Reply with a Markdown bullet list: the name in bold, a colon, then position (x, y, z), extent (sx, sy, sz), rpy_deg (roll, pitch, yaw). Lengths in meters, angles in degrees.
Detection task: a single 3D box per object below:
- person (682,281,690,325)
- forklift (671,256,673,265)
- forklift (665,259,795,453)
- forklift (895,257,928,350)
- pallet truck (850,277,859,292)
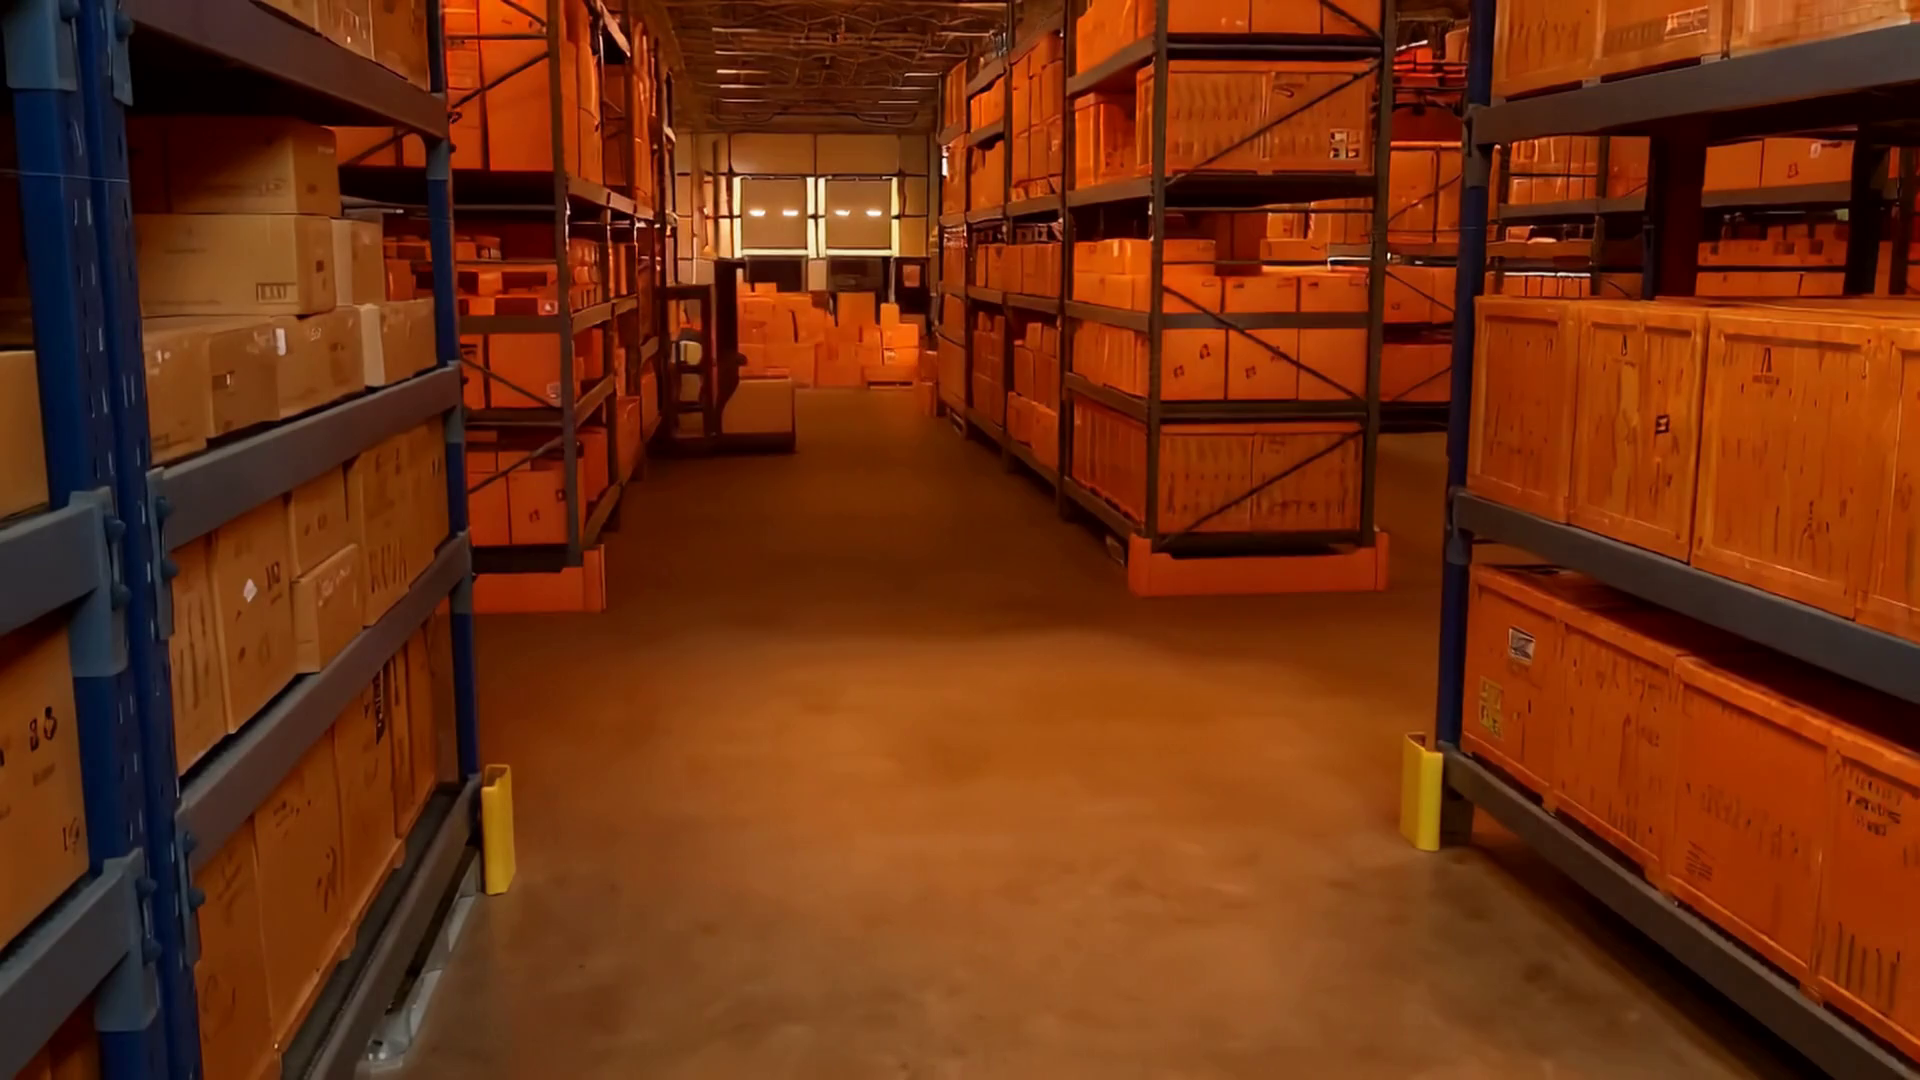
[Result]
- **person**: position (-9.871, -8.434, 60.430), extent (0.363, 1.930, 0.587), rpy_deg (6, 12, 33)
- **forklift**: position (-10.987, -9.066, 61.344), extent (1.129, 2.768, 1.873), rpy_deg (-1, 10, -7)
- **forklift**: position (-3.390, -2.719, 24.397), extent (1.873, 2.768, 1.129), rpy_deg (-1, 10, -7)
- **forklift**: position (-1.494, -7.211, 50.544), extent (1.129, 2.768, 1.873), rpy_deg (1, 10, 7)
- **pallet truck**: position (-3.782, -9.391, 65.808), extent (1.885, 1.965, 0.823), rpy_deg (2, 10, 10)
